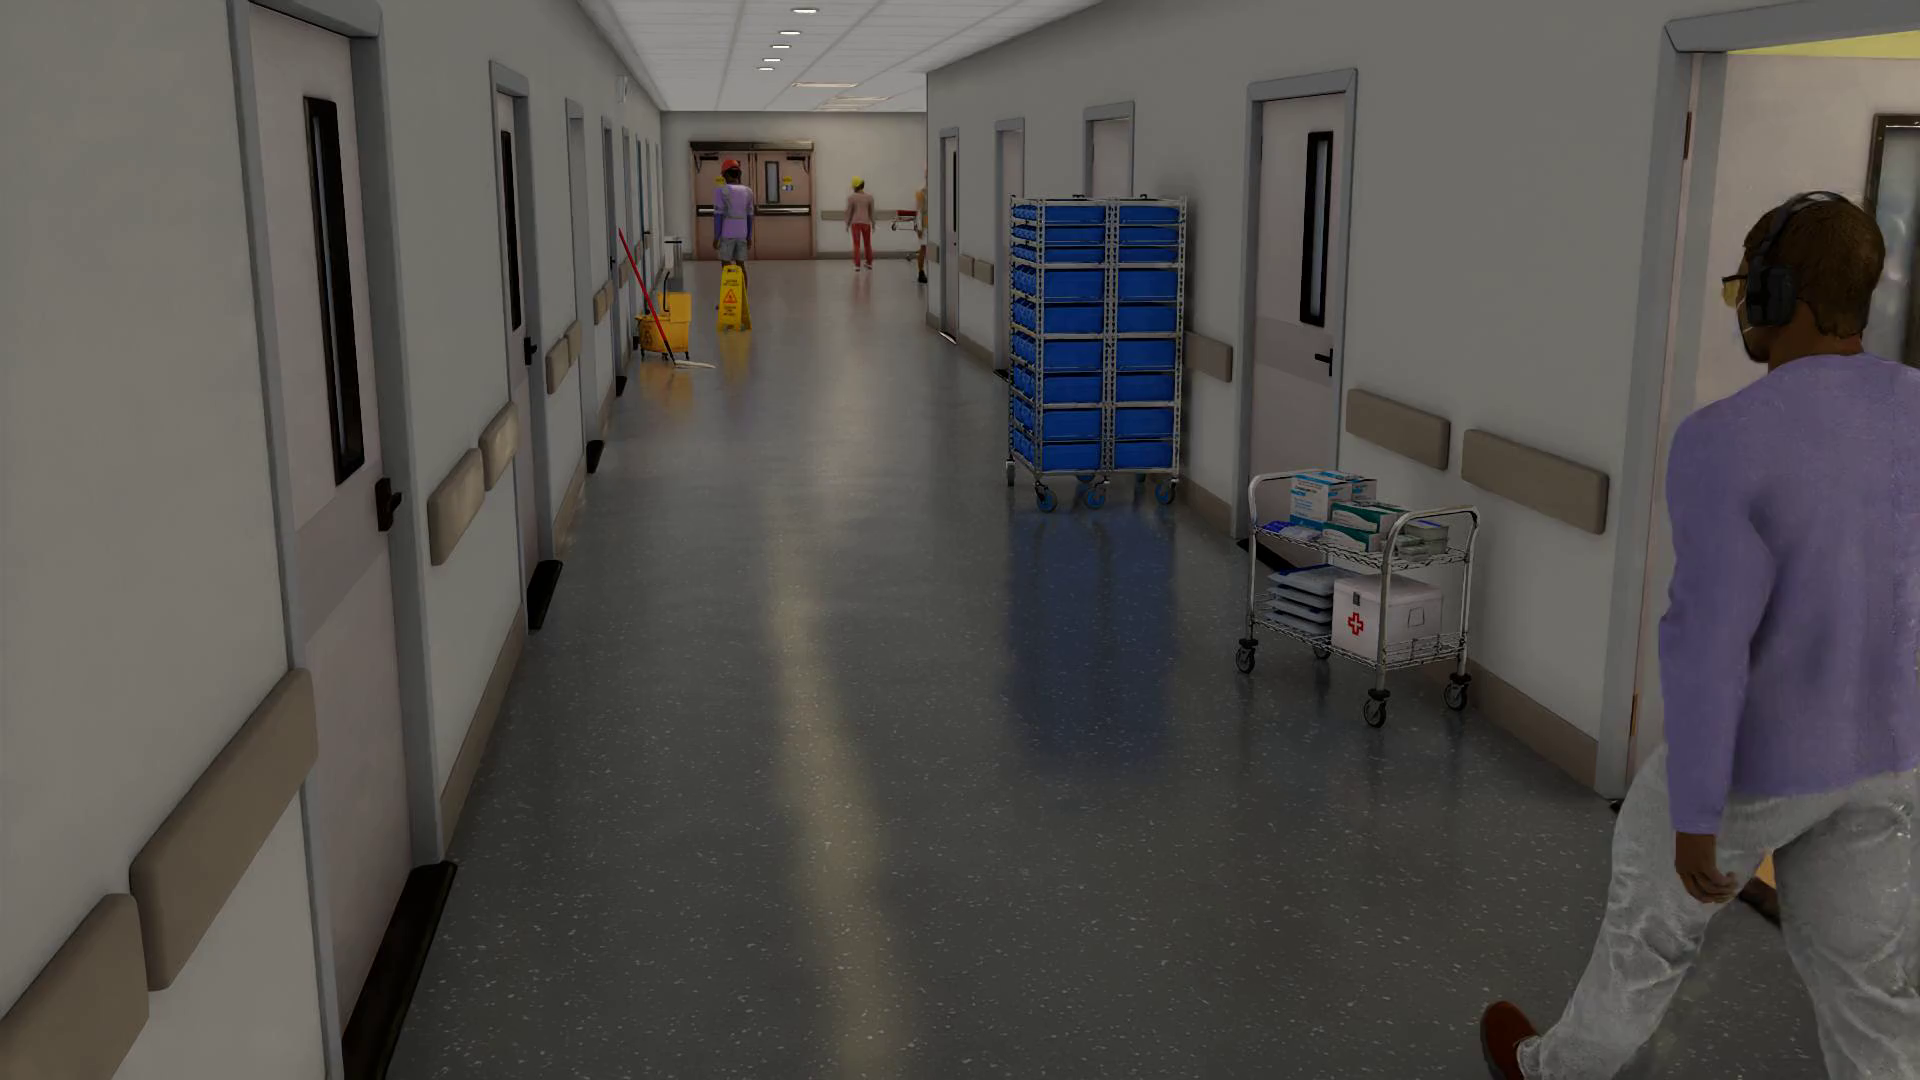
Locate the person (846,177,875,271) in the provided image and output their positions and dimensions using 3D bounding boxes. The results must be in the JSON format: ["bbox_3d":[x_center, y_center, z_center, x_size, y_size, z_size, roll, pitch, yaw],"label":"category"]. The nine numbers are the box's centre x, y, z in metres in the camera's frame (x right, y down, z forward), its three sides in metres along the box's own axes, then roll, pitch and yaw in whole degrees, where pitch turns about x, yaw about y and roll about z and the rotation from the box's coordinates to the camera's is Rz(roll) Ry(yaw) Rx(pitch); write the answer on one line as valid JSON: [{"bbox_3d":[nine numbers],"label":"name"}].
[{"bbox_3d":[-1.871,-5.884,31.026,0.580,1.711,0.704,-5,14,-20],"label":"person"}]

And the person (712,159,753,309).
[{"bbox_3d":[-3.095,-4.148,22.615,0.611,2.028,0.409,-11,17,-41],"label":"person"}]

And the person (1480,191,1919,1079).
[{"bbox_3d":[1.376,0.356,2.905,0.627,1.880,1.013,-4,13,-17],"label":"person"}]
